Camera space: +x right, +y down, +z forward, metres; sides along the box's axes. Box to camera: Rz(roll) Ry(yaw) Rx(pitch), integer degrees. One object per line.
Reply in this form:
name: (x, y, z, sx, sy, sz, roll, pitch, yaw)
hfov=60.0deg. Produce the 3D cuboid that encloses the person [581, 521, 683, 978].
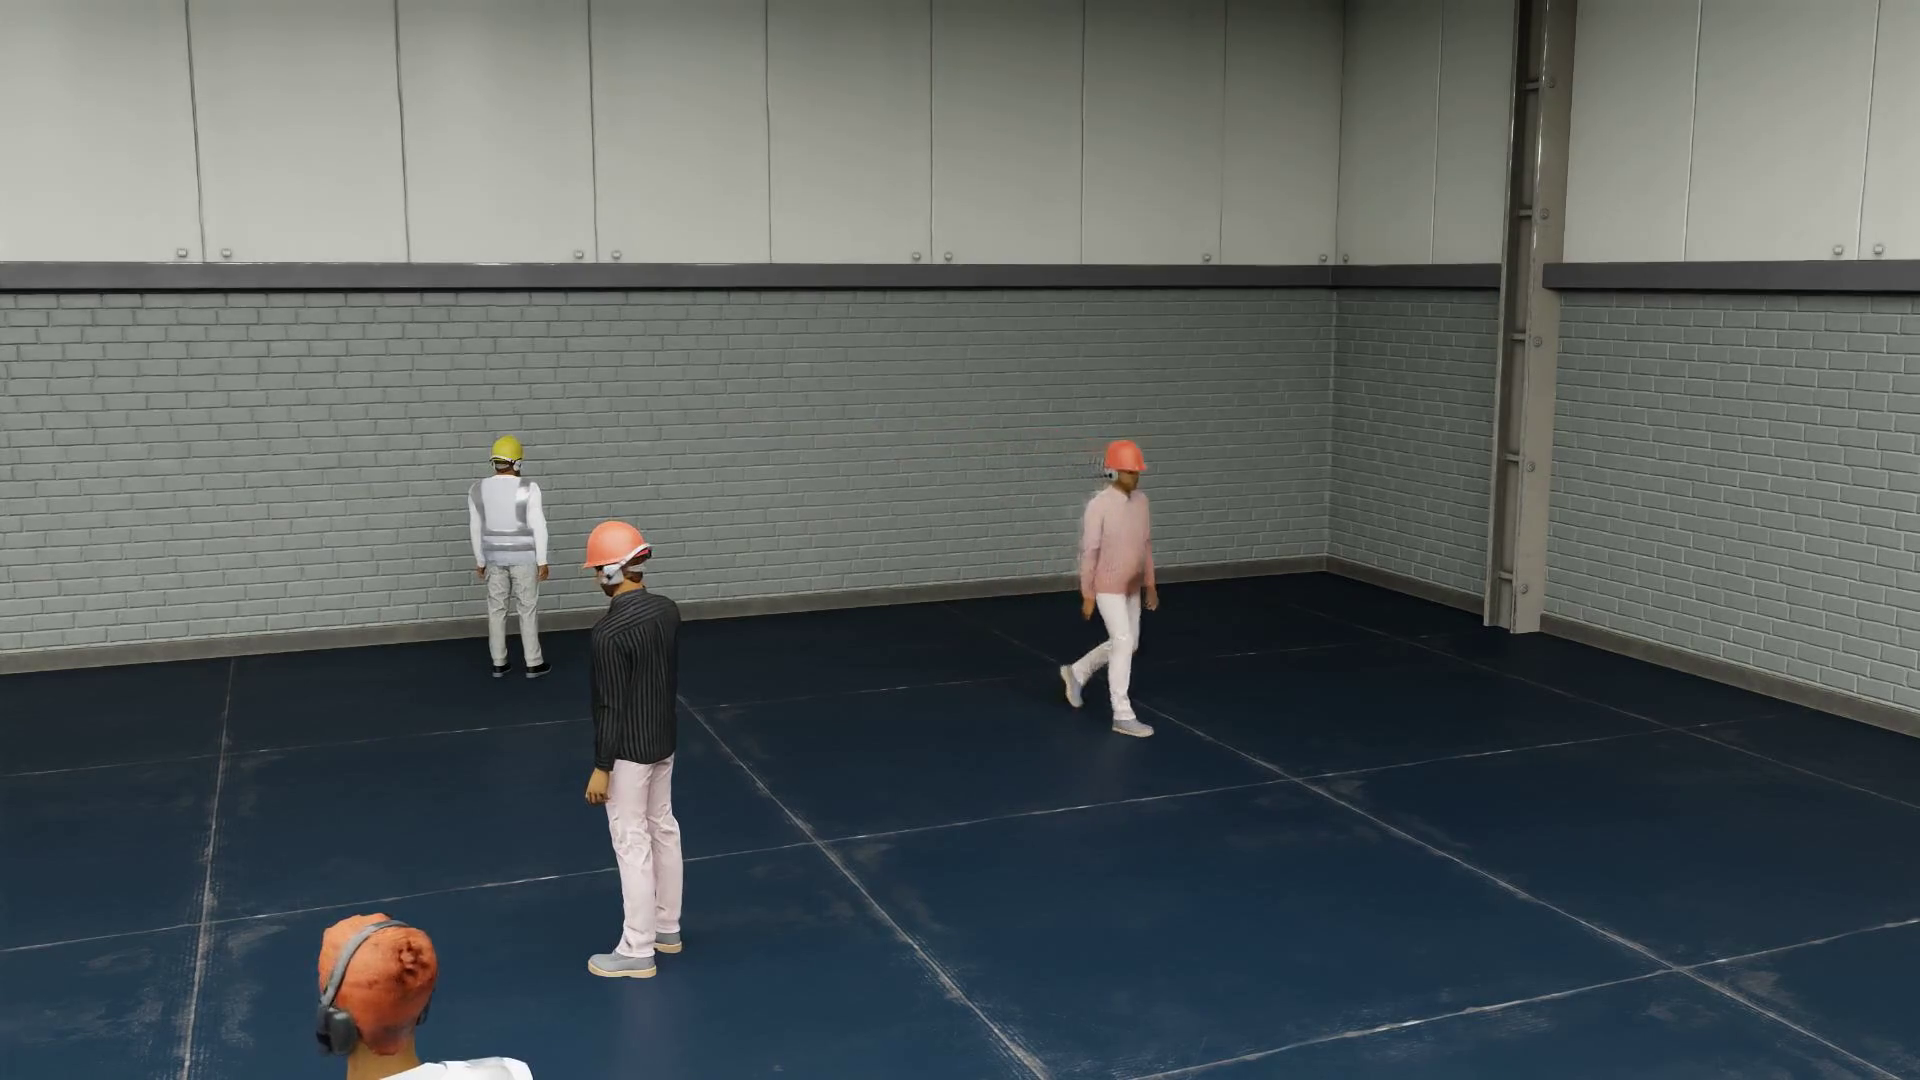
person: (-1.430, 0.902, 7.226, 0.392, 1.986, 0.610, 3, 10, 18)

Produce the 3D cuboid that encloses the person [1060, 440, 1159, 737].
person: (0.983, 0.294, 11.109, 0.781, 1.966, 0.615, 7, 12, 39)

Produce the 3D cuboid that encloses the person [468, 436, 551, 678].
person: (-3.378, 0.129, 12.549, 0.586, 1.835, 0.403, 1, 9, 7)

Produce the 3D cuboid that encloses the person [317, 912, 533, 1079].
person: (-1.045, 1.606, 3.121, 0.583, 1.884, 0.350, -8, 12, -39)
